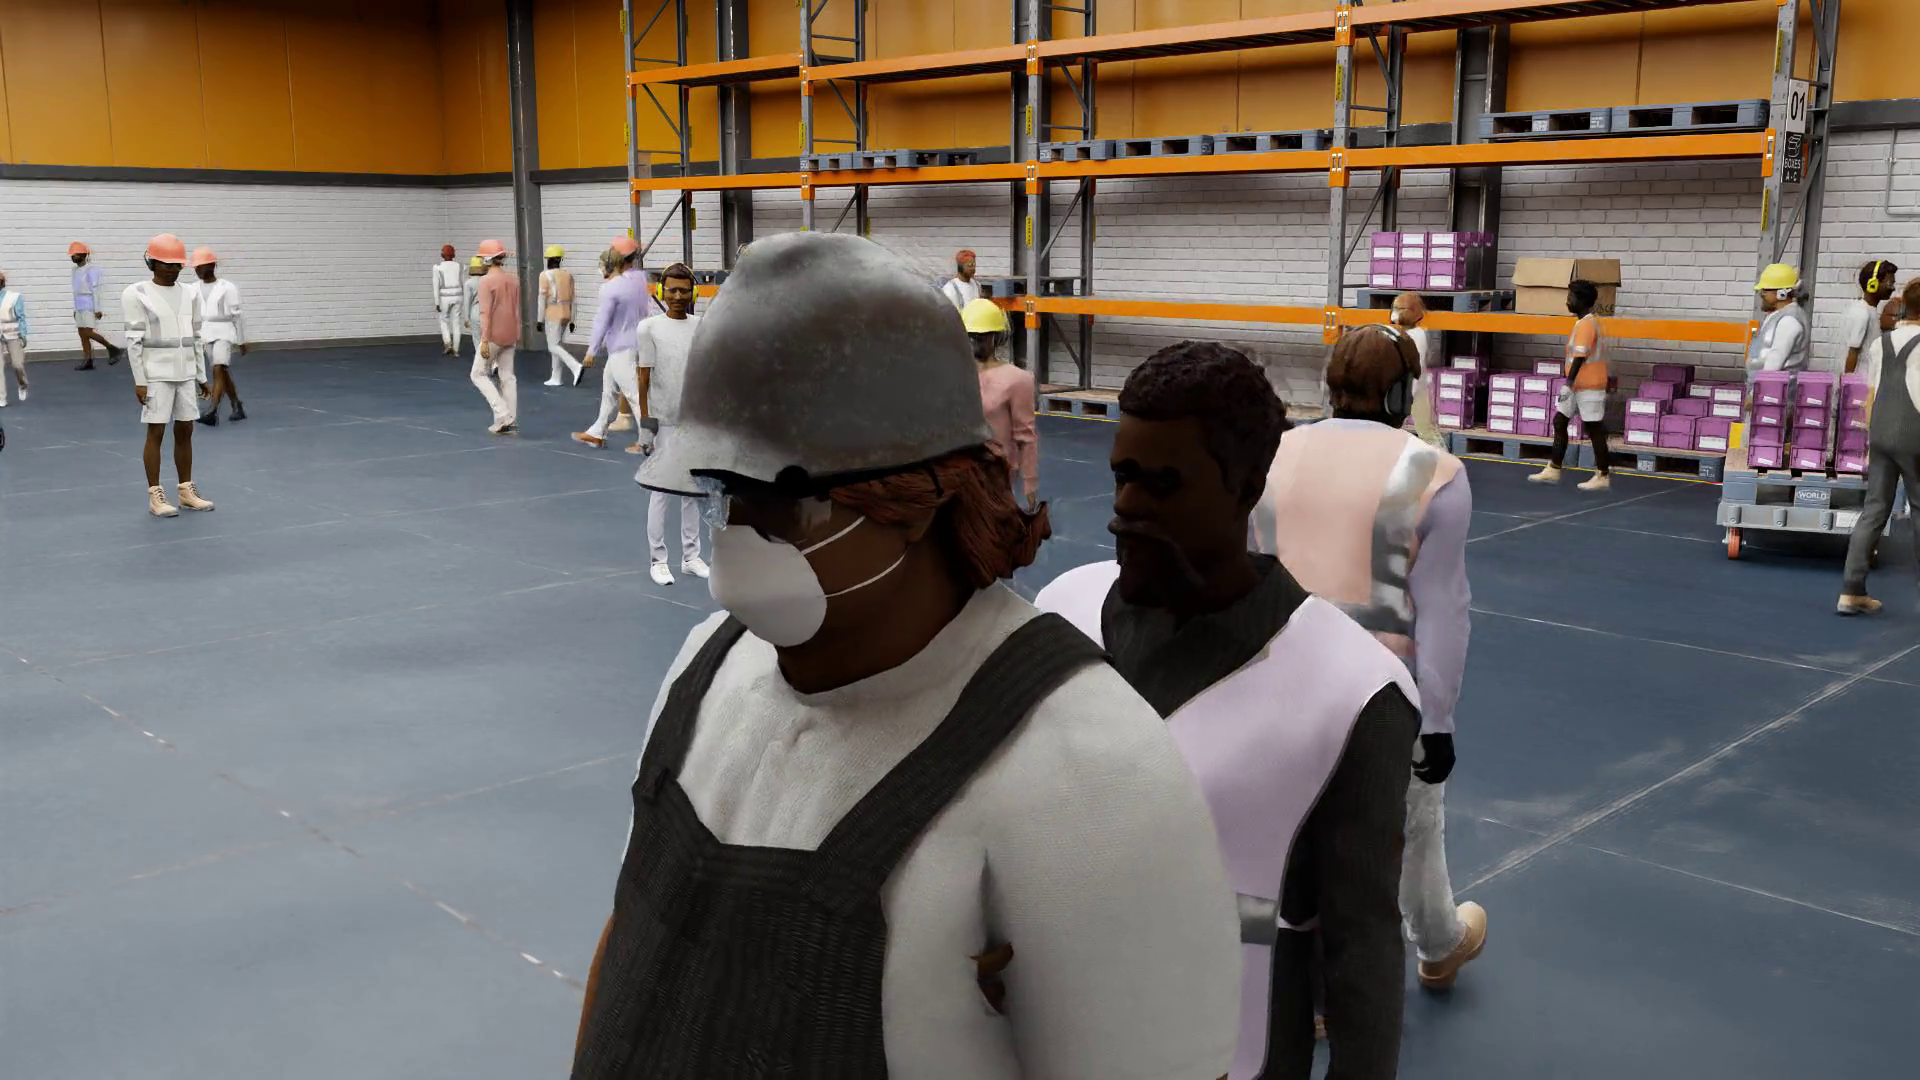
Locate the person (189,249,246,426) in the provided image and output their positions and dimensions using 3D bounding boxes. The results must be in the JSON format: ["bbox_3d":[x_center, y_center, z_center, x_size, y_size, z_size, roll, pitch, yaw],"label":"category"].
[{"bbox_3d":[-8.020,-2.174,17.856,0.556,1.872,1.005,2,11,9],"label":"person"}]

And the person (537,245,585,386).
[{"bbox_3d":[-5.325,-2.982,22.194,0.769,1.901,0.596,6,12,28],"label":"person"}]

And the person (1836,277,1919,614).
[{"bbox_3d":[5.050,-0.487,8.850,0.800,1.812,0.532,-4,11,-22],"label":"person"}]

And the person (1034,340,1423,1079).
[{"bbox_3d":[0.342,0.675,2.259,0.726,1.897,0.607,-8,13,-38],"label":"person"}]

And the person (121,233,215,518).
[{"bbox_3d":[-5.703,-1.189,12.049,0.401,2.033,0.605,6,12,29],"label":"person"}]

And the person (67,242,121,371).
[{"bbox_3d":[-13.088,-3.515,25.028,0.546,1.924,0.577,6,12,31],"label":"person"}]

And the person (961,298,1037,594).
[{"bbox_3d":[0.089,-0.308,8.091,0.543,1.711,0.900,8,13,36],"label":"person"}]

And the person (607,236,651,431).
[{"bbox_3d":[-3.304,-2.112,17.130,0.777,2.019,0.624,3,11,14],"label":"person"}]

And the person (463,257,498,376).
[{"bbox_3d":[-6.841,-3.170,23.688,0.346,1.731,0.485,10,14,43],"label":"person"}]

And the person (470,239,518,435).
[{"bbox_3d":[-4.690,-2.035,16.800,0.439,1.979,0.653,4,11,19],"label":"person"}]

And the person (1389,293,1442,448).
[{"bbox_3d":[3.455,-1.113,12.858,0.871,1.580,0.516,-2,11,-12],"label":"person"}]

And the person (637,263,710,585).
[{"bbox_3d":[-1.636,-0.677,9.724,0.535,1.862,0.313,-9,14,-39],"label":"person"}]

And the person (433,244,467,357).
[{"bbox_3d":[-8.504,-3.996,27.801,0.586,1.870,0.409,-5,12,-26],"label":"person"}]

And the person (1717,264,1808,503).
[{"bbox_3d":[5.891,-1.096,12.132,0.476,1.816,0.602,3,11,14],"label":"person"}]

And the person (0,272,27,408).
[{"bbox_3d":[-11.385,-2.408,19.808,0.516,1.618,0.687,-4,11,-23],"label":"person"}]

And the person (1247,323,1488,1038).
[{"bbox_3d":[1.054,0.356,4.249,0.659,1.799,0.918,9,14,41],"label":"person"}]

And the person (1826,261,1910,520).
[{"bbox_3d":[6.548,-1.057,11.866,0.835,1.837,0.510,5,11,24],"label":"person"}]

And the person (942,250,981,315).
[{"bbox_3d":[0.049,-2.019,17.005,0.418,1.870,0.615,8,13,37],"label":"person"}]

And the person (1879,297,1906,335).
[{"bbox_3d":[6.686,-0.963,12.043,0.505,1.576,0.842,0,10,2],"label":"person"}]

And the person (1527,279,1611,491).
[{"bbox_3d":[4.869,-1.222,13.226,0.741,1.667,0.540,3,11,14],"label":"person"}]

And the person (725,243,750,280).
[{"bbox_3d":[-2.240,-2.176,17.688,0.628,1.940,0.377,-10,14,-43],"label":"person"}]

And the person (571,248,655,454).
[{"bbox_3d":[-3.258,-1.743,15.460,0.985,1.893,0.656,1,10,8],"label":"person"}]
